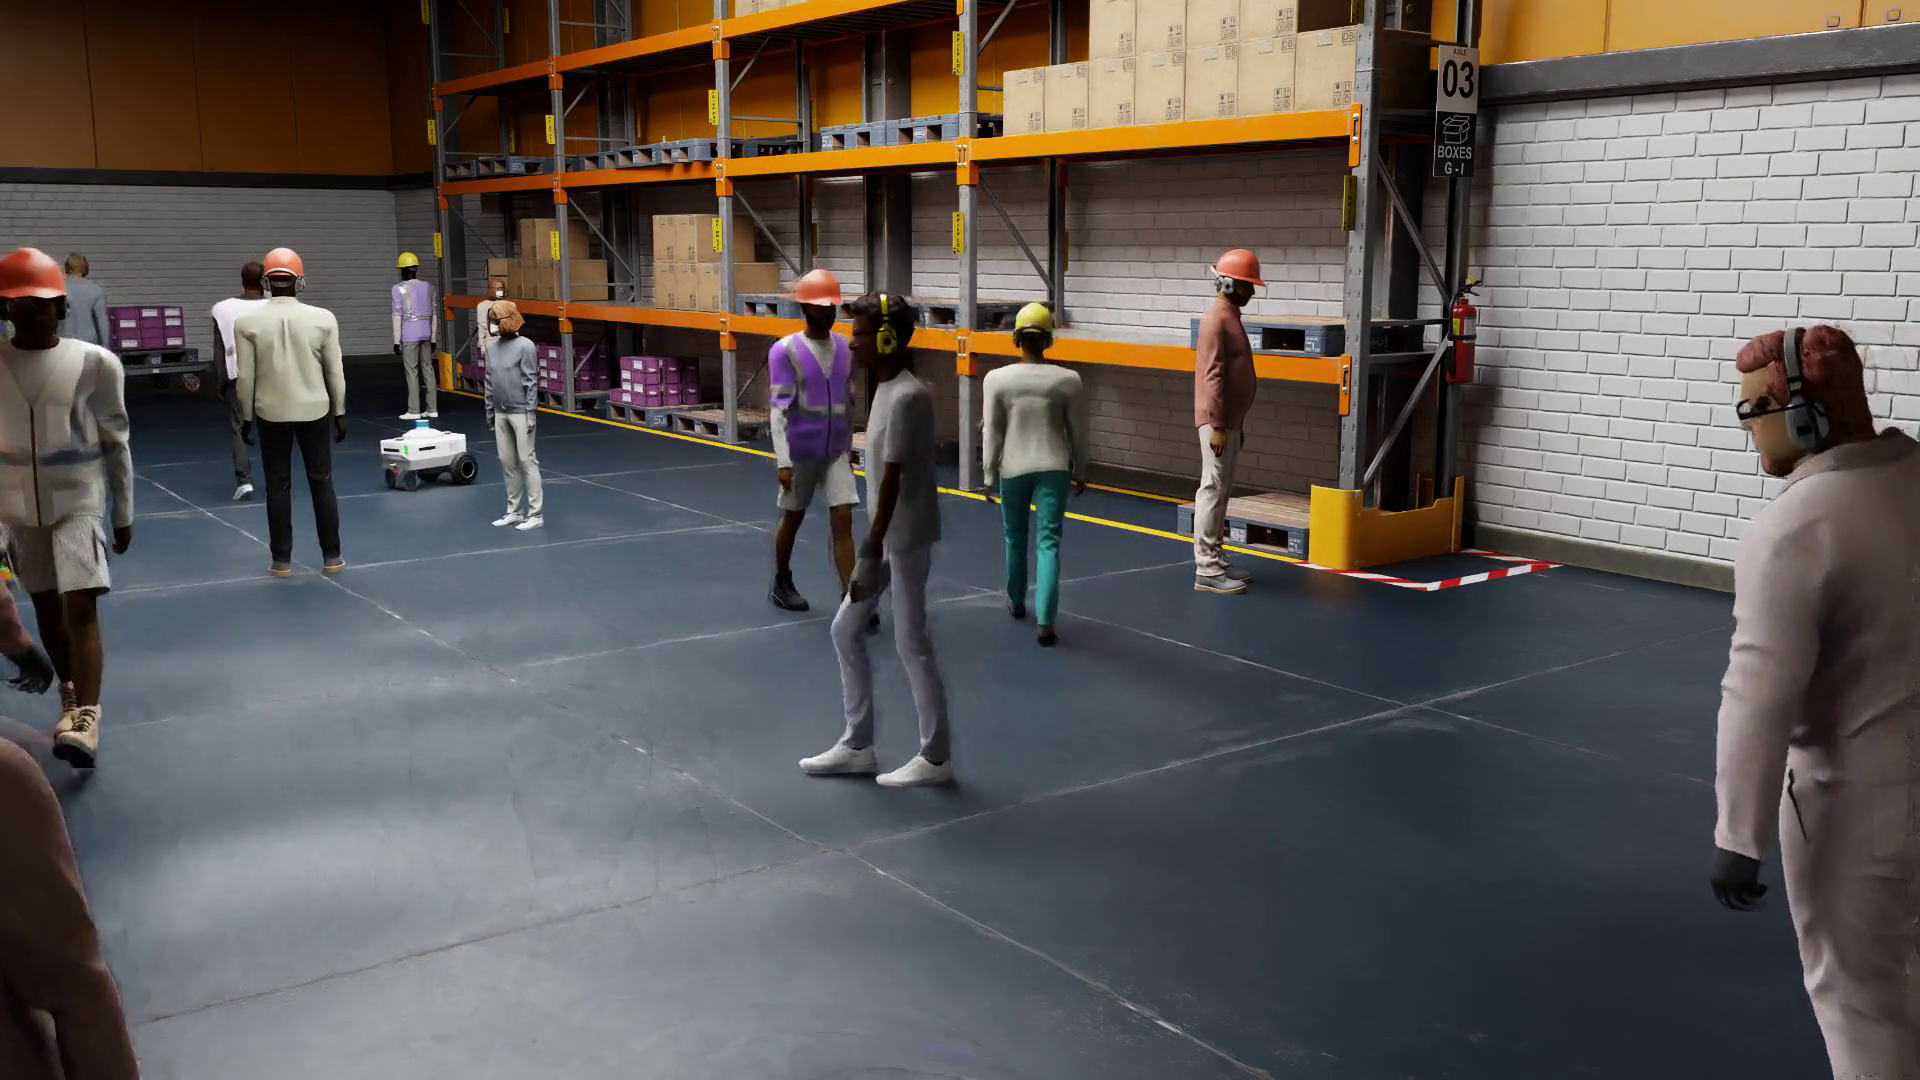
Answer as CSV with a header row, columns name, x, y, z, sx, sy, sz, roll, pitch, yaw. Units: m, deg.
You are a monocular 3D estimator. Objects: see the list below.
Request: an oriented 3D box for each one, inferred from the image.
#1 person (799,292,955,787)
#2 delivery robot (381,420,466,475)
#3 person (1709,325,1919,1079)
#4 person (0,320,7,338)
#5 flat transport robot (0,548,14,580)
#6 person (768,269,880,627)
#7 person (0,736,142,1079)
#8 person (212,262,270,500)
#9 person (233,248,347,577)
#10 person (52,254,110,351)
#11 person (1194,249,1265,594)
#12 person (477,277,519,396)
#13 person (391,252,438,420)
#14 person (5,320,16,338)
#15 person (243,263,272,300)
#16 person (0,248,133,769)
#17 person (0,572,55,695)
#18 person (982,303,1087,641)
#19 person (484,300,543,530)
name,x,y,z,sx,sy,sz,roll,pitch,yaw
person,-0.334,0.028,6.097,0.714,1.848,0.514,-2,10,-11
delivery robot,-4.453,-0.754,13.809,0.477,0.478,0.707,5,11,28
person,1.785,0.514,3.320,0.680,1.862,0.532,-6,12,-30
person,-12.033,-2.588,20.524,0.543,1.920,0.447,-1,10,-5
flat transport robot,-6.279,0.081,10.193,0.652,0.197,1.431,-7,13,-36
person,-0.772,-0.492,8.882,0.565,1.886,0.995,-6,12,-32
person,-1.358,0.801,2.081,0.544,1.713,0.831,3,11,15
person,-5.638,-1.270,13.294,0.617,1.896,0.705,-3,11,-17
person,-4.074,-0.774,10.154,0.623,1.992,0.396,-5,11,-24
person,-9.260,-2.046,17.514,0.660,1.901,0.771,-2,10,-12
person,1.559,-0.691,9.712,0.392,1.986,0.611,3,11,18
person,-5.425,-2.272,19.581,0.497,1.625,0.281,-8,13,-37
person,-6.294,-2.345,19.177,0.402,1.919,0.588,7,12,34
person,-11.077,-2.320,19.823,0.501,1.633,0.286,-8,13,-38
person,-8.428,-2.456,20.185,0.426,1.786,0.652,3,10,15
person,-3.548,-0.112,6.427,0.618,1.984,1.088,-3,11,-16
person,-2.857,0.355,4.295,0.966,1.835,0.792,3,11,18
person,0.390,-0.367,8.662,0.537,1.718,0.887,1,10,6
person,-3.192,-0.886,11.826,0.507,1.623,0.295,7,12,33
